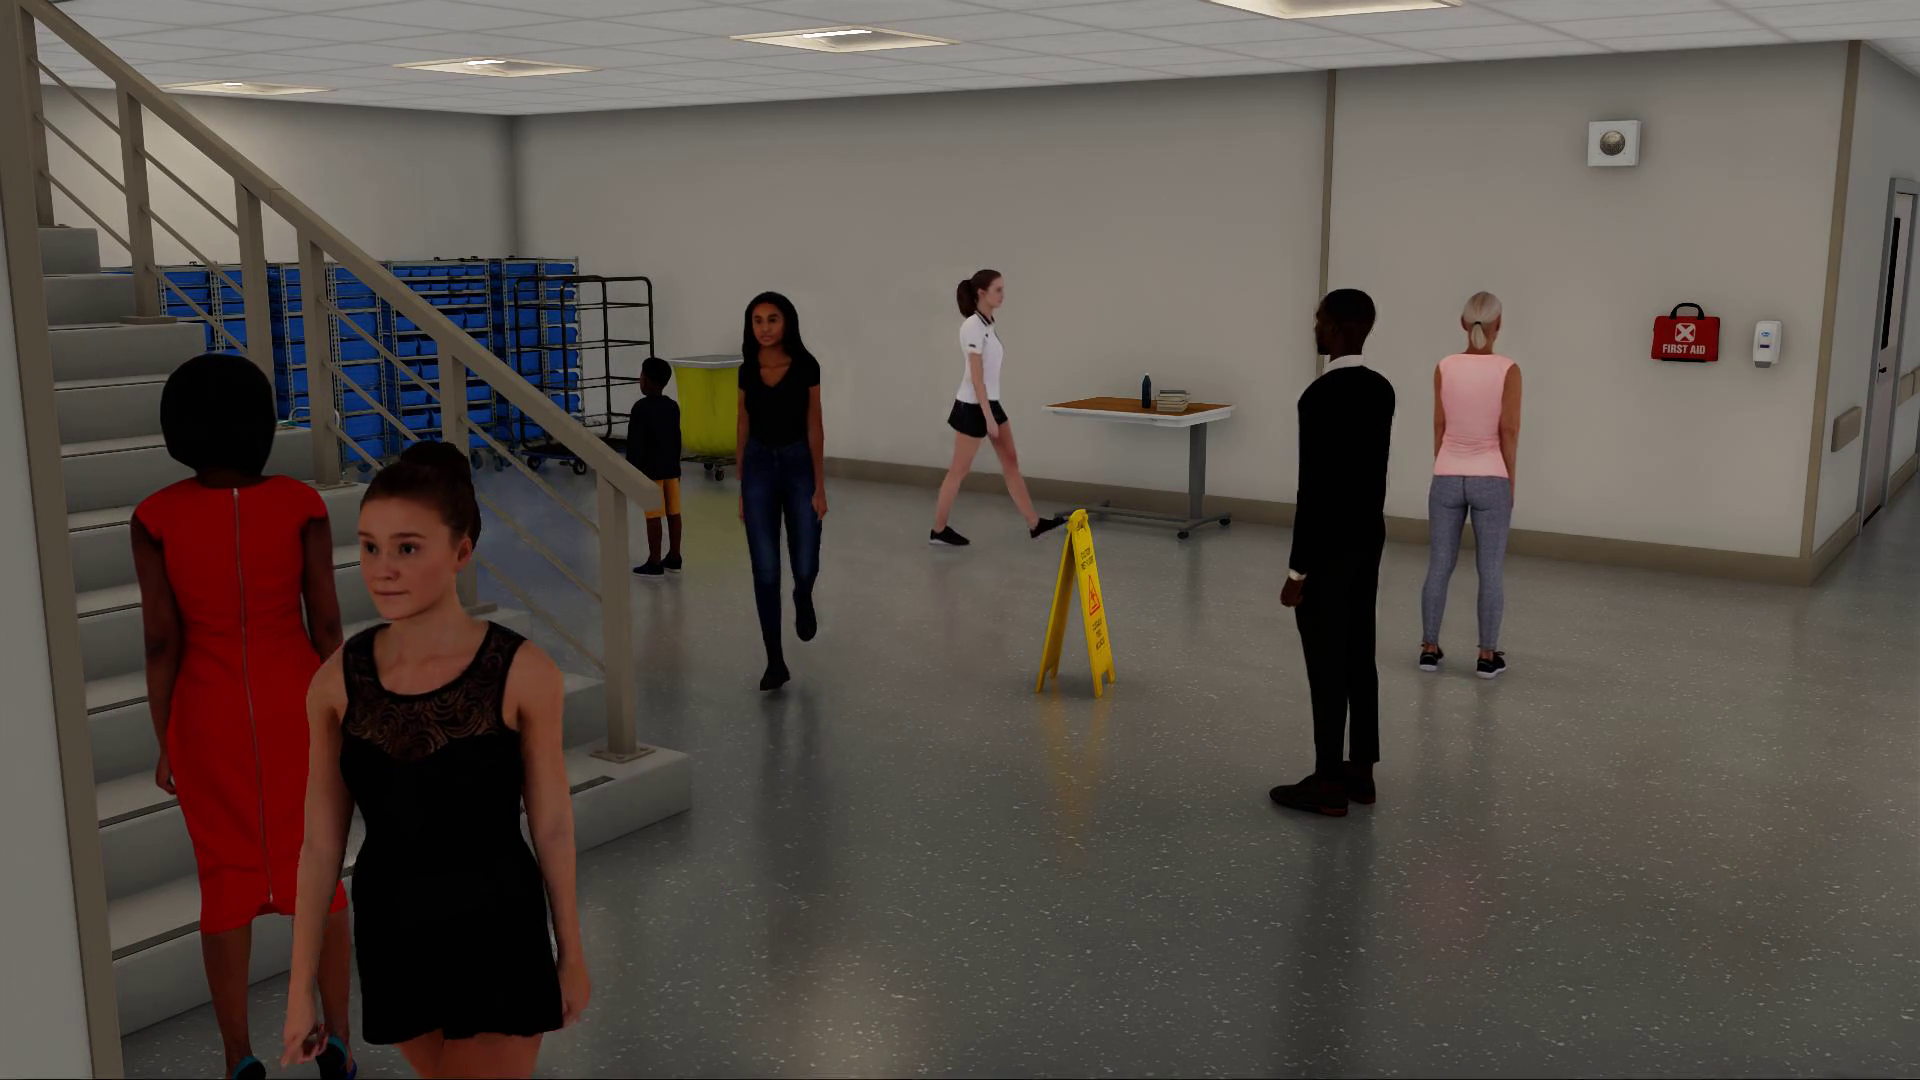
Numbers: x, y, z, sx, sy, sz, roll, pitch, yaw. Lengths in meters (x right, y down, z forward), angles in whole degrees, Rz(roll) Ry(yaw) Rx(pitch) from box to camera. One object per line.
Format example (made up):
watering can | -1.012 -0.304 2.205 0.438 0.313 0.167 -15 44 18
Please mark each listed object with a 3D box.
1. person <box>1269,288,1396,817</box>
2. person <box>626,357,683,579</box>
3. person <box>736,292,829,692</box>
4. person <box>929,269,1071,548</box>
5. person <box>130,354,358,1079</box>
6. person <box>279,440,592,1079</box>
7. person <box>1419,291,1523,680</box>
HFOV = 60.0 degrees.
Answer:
person | 1.324 0.042 5.730 0.689 1.808 0.602 -10 14 -41
person | -1.750 -0.429 9.649 0.516 1.271 0.507 8 13 36
person | -0.770 -0.226 7.386 0.965 1.716 0.929 1 11 3
person | 0.026 -0.766 10.250 1.166 1.710 0.820 3 11 15
person | -1.595 0.450 3.755 0.644 1.743 0.651 -5 12 -25
person | -0.824 0.675 2.842 1.068 1.640 0.961 1 11 8
person | 2.304 -0.250 7.503 0.458 1.721 0.603 6 13 31
